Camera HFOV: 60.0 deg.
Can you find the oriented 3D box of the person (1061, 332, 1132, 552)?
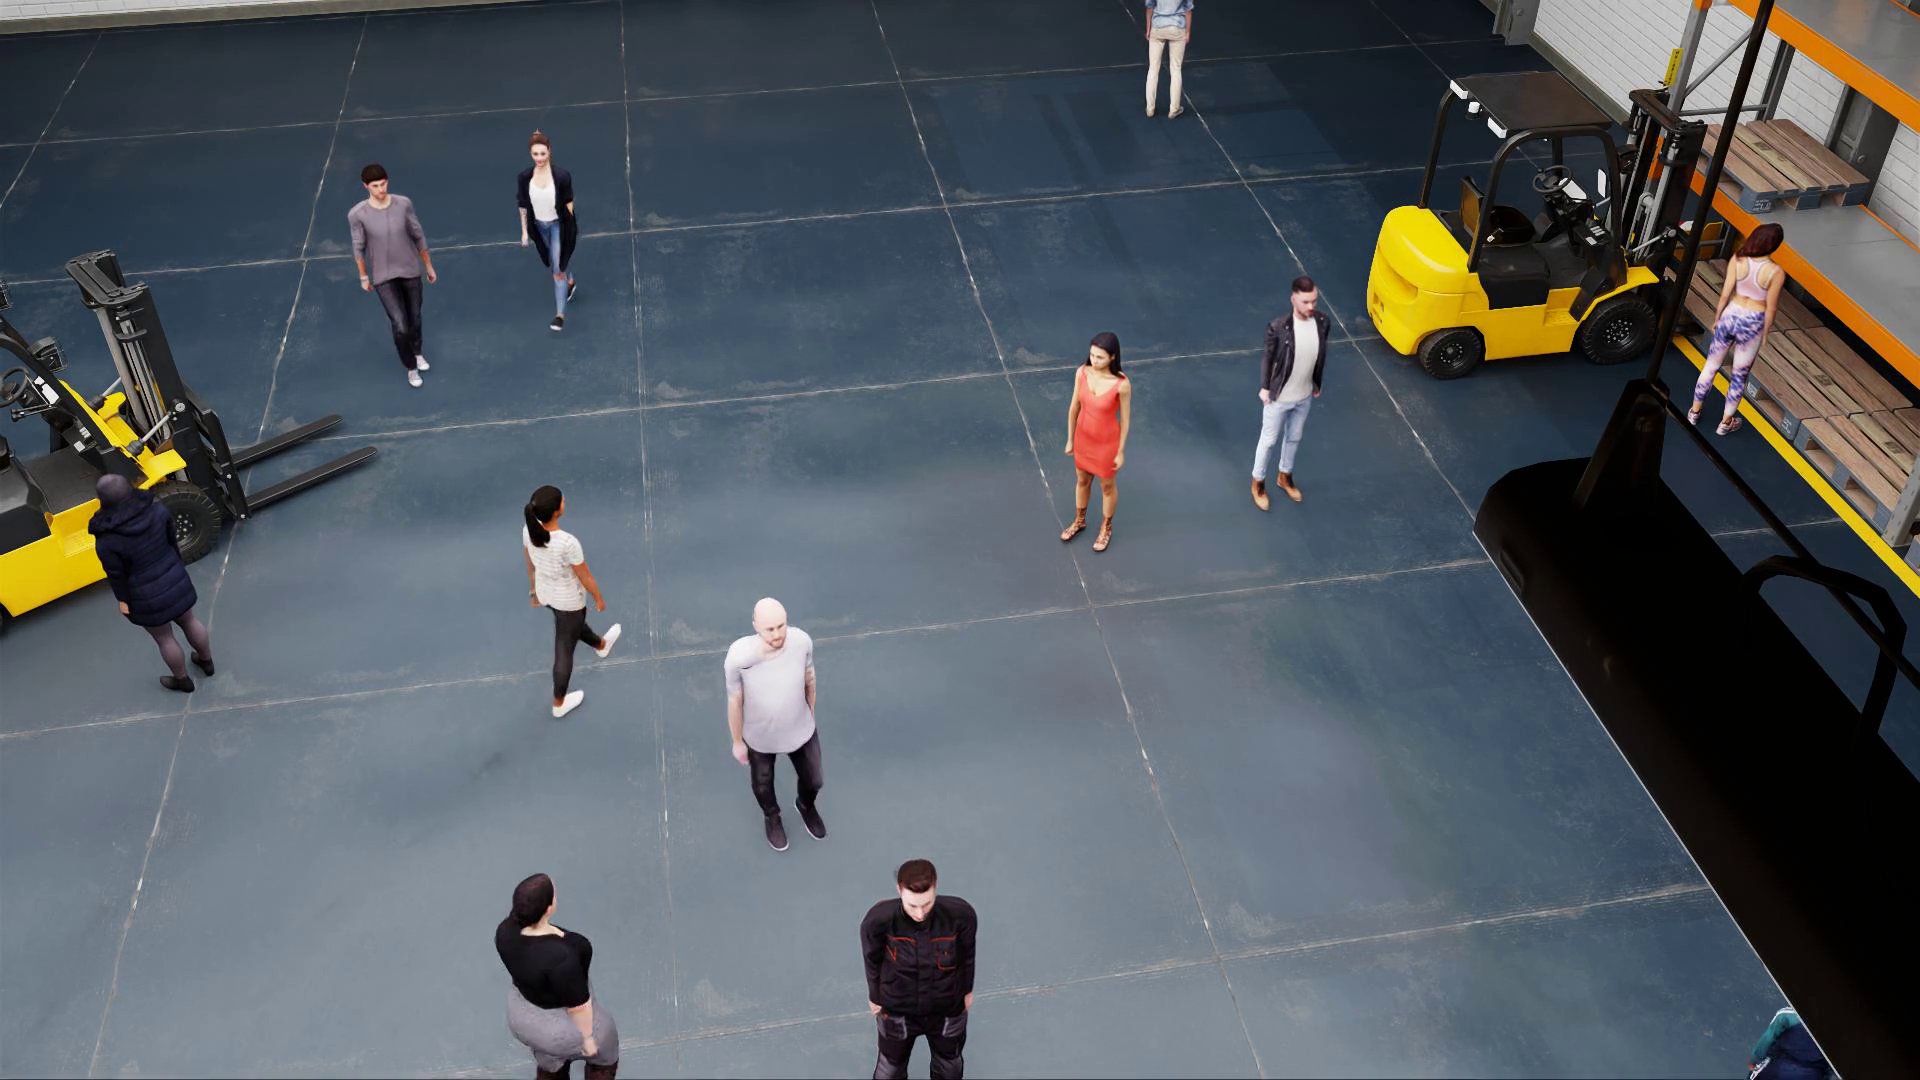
[{"bbox_3d":[0.958,-0.686,11.511,0.661,1.719,0.702,19,42,22],"label":"person"}]

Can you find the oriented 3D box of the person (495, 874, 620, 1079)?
[{"bbox_3d":[-1.943,2.308,7.751,0.806,1.733,0.853,24,44,27],"label":"person"}]

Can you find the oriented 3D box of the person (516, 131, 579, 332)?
[{"bbox_3d":[-3.435,-2.668,14.064,0.817,1.628,1.182,4,39,4],"label":"person"}]

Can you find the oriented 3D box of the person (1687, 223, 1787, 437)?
[{"bbox_3d":[5.929,-1.611,12.629,0.666,1.767,0.742,28,47,31],"label":"person"}]

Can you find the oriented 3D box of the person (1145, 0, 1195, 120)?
[{"bbox_3d":[2.144,-5.261,17.136,0.726,1.848,0.707,10,40,12],"label":"person"}]

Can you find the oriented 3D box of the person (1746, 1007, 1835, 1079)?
[{"bbox_3d":[3.939,2.525,7.868,0.675,1.246,0.813,9,39,11],"label":"person"}]

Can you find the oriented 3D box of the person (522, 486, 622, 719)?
[{"bbox_3d":[-2.500,0.412,10.221,0.990,1.612,1.070,21,43,24],"label":"person"}]

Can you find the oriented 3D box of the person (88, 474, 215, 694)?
[{"bbox_3d":[-5.020,0.266,10.354,0.852,1.674,0.784,21,43,24],"label":"person"}]

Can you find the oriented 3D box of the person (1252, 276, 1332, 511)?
[{"bbox_3d":[2.357,-1.076,11.905,0.686,1.836,0.603,-12,40,-15],"label":"person"}]

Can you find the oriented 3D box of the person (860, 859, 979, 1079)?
[{"bbox_3d":[-0.181,2.152,7.802,0.692,1.911,0.578,-4,39,-5],"label":"person"}]

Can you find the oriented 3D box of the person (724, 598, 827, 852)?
[{"bbox_3d":[-1.062,0.987,9.331,0.722,1.824,0.674,-12,40,-15],"label":"person"}]

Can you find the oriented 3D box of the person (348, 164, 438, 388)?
[{"bbox_3d":[-4.535,-2.175,13.281,0.861,1.836,0.911,-26,45,-28],"label":"person"}]
